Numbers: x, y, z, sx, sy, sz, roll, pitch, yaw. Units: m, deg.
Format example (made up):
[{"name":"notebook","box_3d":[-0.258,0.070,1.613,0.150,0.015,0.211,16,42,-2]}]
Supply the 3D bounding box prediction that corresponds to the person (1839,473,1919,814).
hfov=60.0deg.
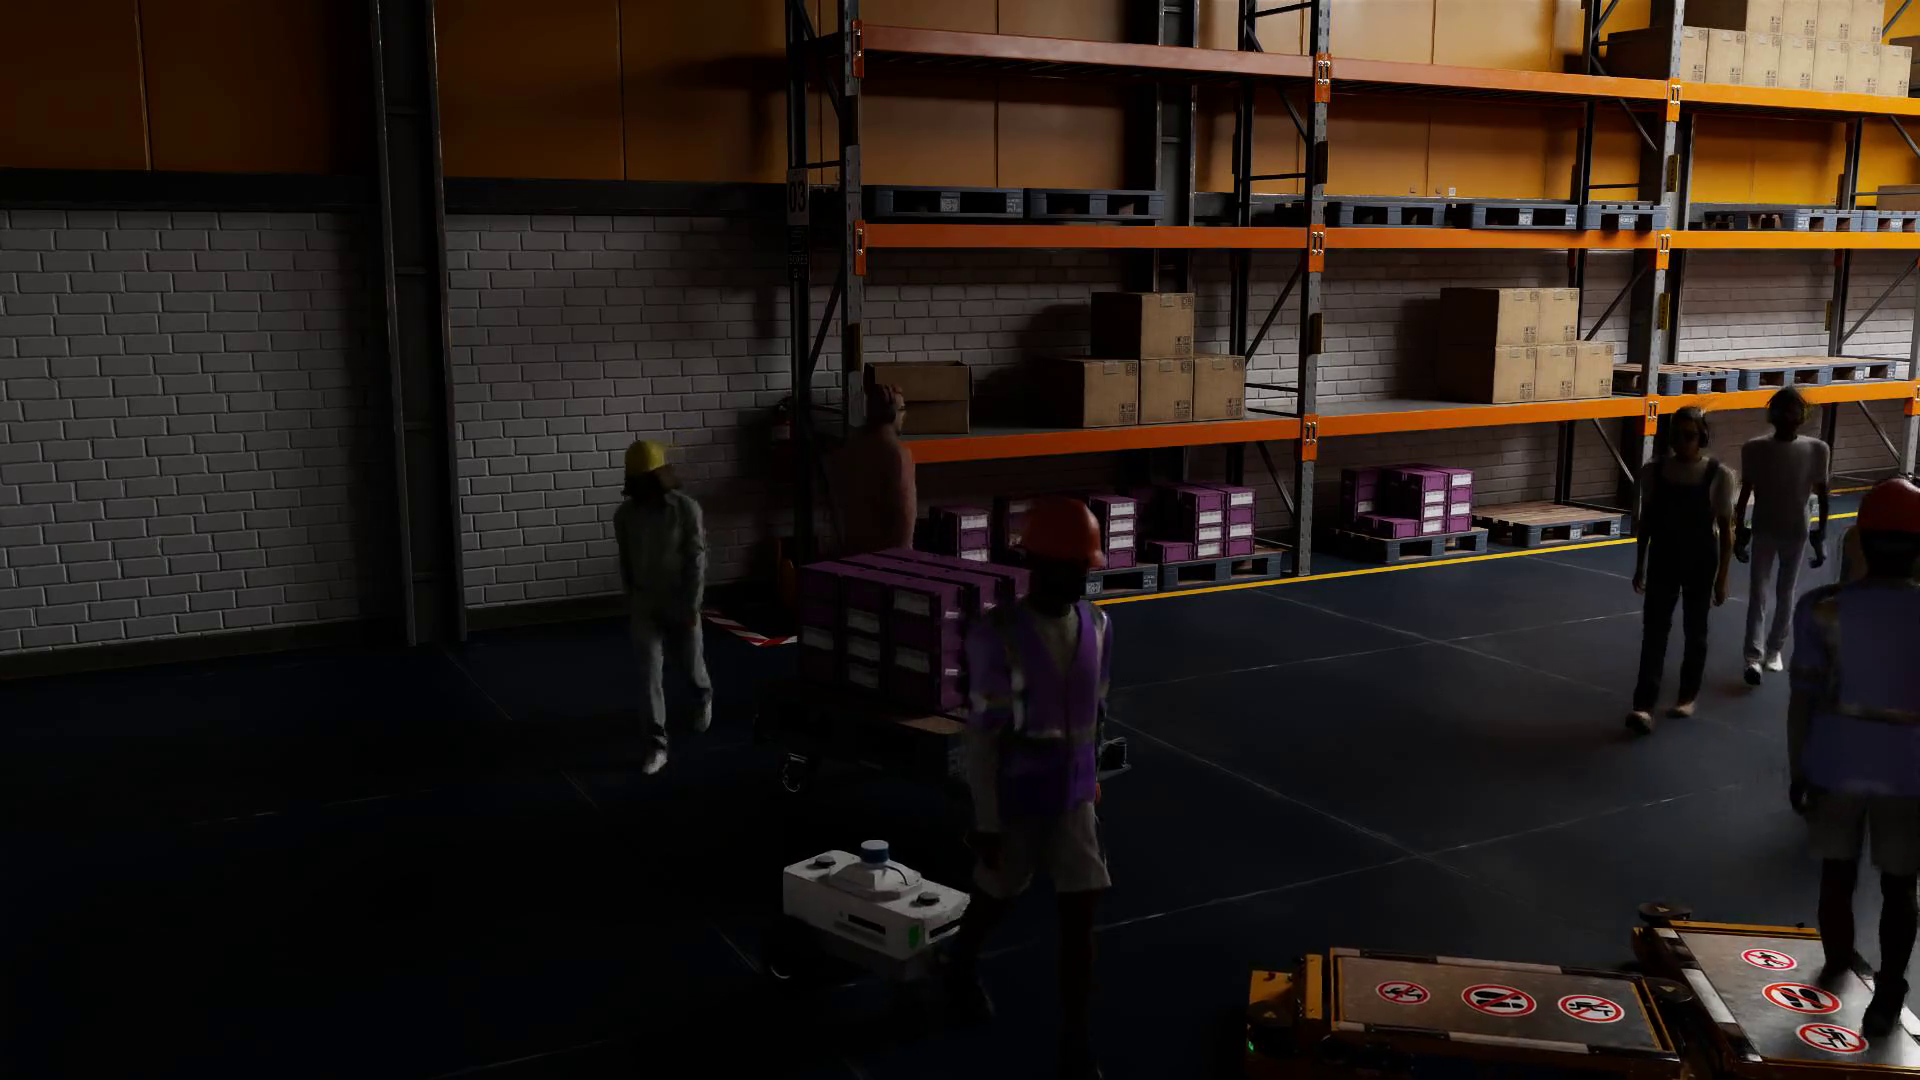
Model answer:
[{"name":"person","box_3d":[4.341,0.492,7.797,0.370,1.623,0.534,-3,10,-18]}]

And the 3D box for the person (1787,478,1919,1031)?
[{"name":"person","box_3d":[2.984,0.762,5.435,0.548,1.916,0.674,5,11,27]}]

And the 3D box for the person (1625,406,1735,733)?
[{"name":"person","box_3d":[3.970,0.165,9.198,0.533,1.791,0.950,7,12,36]}]

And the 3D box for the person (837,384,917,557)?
[{"name":"person","box_3d":[-0.491,0.035,9.665,0.585,1.886,0.655,-7,12,-34]}]

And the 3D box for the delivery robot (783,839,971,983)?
[{"name":"delivery robot","box_3d":[-0.299,1.310,5.908,0.707,0.478,0.477,9,13,41]}]

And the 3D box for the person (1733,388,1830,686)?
[{"name":"person","box_3d":[5.033,-0.020,10.208,0.516,1.814,1.015,5,11,26]}]

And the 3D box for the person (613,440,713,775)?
[{"name":"person","box_3d":[-1.543,0.300,8.708,0.494,1.705,0.788,1,10,4]}]

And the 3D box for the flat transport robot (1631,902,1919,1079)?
[{"name":"flat transport robot","box_3d":[2.741,1.568,5.506,0.652,0.197,1.431,2,10,9]}]

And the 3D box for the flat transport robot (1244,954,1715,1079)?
[{"name":"flat transport robot","box_3d":[1.665,1.583,5.418,1.431,0.197,0.652,2,10,12]}]

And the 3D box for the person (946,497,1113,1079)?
[{"name":"person","box_3d":[0.218,0.784,5.361,0.552,1.903,0.915,-5,11,-27]}]
